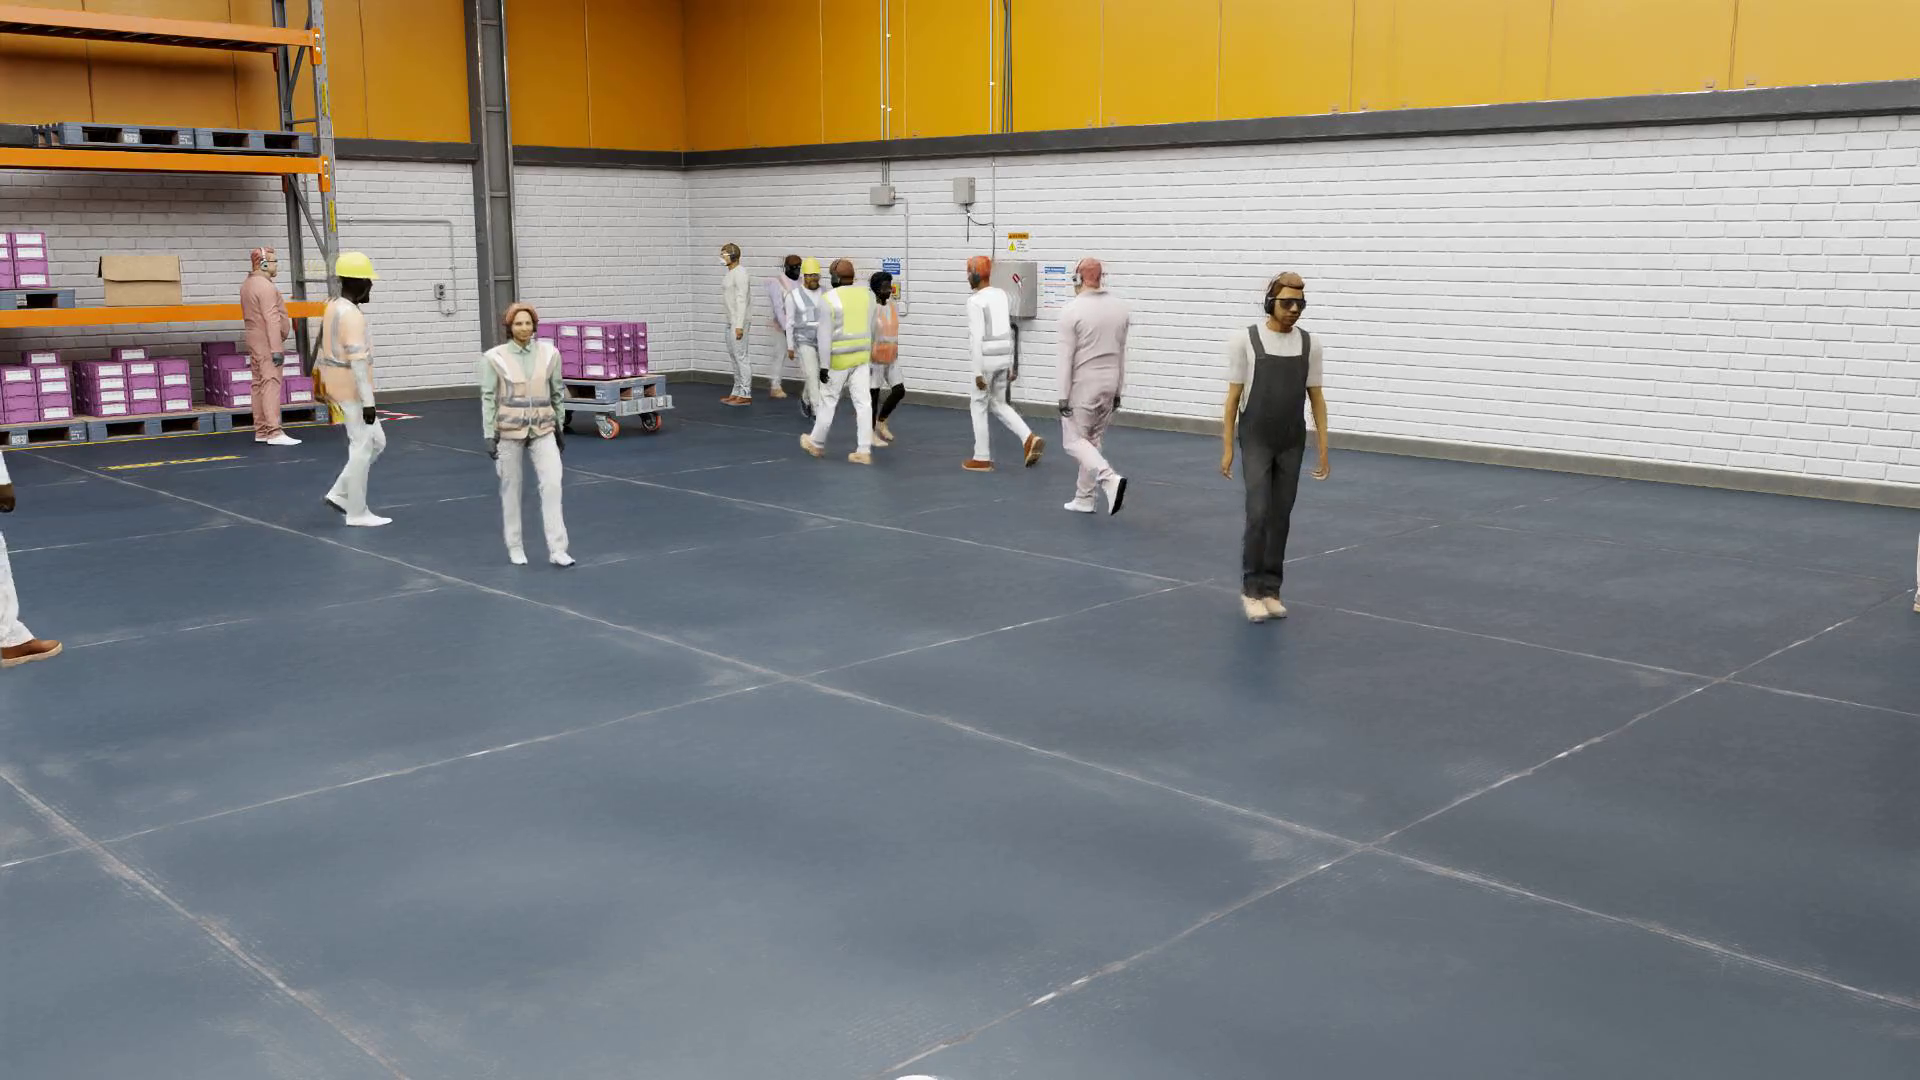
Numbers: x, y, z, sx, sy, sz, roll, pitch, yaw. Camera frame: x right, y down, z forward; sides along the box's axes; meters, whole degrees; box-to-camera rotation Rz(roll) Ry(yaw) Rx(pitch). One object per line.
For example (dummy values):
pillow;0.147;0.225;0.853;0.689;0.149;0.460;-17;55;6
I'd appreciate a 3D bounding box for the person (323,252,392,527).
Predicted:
person;-4.171;-1.032;11.529;0.419;1.908;0.607;-6;12;-29

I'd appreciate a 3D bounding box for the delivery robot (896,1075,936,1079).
delivery robot;-0.075;1.181;2.905;0.707;0.478;0.477;1;10;3

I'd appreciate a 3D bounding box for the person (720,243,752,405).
person;-2.685;-2.577;19.912;0.382;1.936;0.631;-4;11;-21

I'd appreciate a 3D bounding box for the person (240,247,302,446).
person;-6.690;-1.871;16.109;0.400;1.910;0.643;-9;13;-39

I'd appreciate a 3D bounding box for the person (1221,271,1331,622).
person;1.674;-0.471;8.666;0.550;1.833;0.531;-2;11;-13

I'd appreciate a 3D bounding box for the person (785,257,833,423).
person;-1.622;-2.181;18.121;0.595;1.795;0.892;-6;12;-29

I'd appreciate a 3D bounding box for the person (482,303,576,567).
person;-2.602;-0.615;10.064;0.535;1.611;0.723;-6;12;-30

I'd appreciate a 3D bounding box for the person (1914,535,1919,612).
person;5.358;-0.593;8.902;0.376;1.995;0.612;7;12;33

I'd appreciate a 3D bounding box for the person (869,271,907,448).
person;-0.753;-1.714;15.872;0.363;1.685;0.548;9;14;40

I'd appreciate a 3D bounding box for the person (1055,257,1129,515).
person;0.970;-1.080;11.916;0.651;1.874;0.703;-8;13;-39

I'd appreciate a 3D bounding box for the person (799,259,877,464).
person;-1.092;-1.606;14.948;0.655;1.799;0.917;-8;13;-36

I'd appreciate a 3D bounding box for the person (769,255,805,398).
person;-2.052;-2.610;20.488;0.623;1.781;1.007;-8;13;-38

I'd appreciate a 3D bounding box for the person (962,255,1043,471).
person;0.314;-1.480;14.111;0.699;1.862;0.599;9;14;40

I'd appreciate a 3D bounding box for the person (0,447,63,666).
person;-4.666;-0.280;7.595;0.657;1.850;0.852;8;13;38
